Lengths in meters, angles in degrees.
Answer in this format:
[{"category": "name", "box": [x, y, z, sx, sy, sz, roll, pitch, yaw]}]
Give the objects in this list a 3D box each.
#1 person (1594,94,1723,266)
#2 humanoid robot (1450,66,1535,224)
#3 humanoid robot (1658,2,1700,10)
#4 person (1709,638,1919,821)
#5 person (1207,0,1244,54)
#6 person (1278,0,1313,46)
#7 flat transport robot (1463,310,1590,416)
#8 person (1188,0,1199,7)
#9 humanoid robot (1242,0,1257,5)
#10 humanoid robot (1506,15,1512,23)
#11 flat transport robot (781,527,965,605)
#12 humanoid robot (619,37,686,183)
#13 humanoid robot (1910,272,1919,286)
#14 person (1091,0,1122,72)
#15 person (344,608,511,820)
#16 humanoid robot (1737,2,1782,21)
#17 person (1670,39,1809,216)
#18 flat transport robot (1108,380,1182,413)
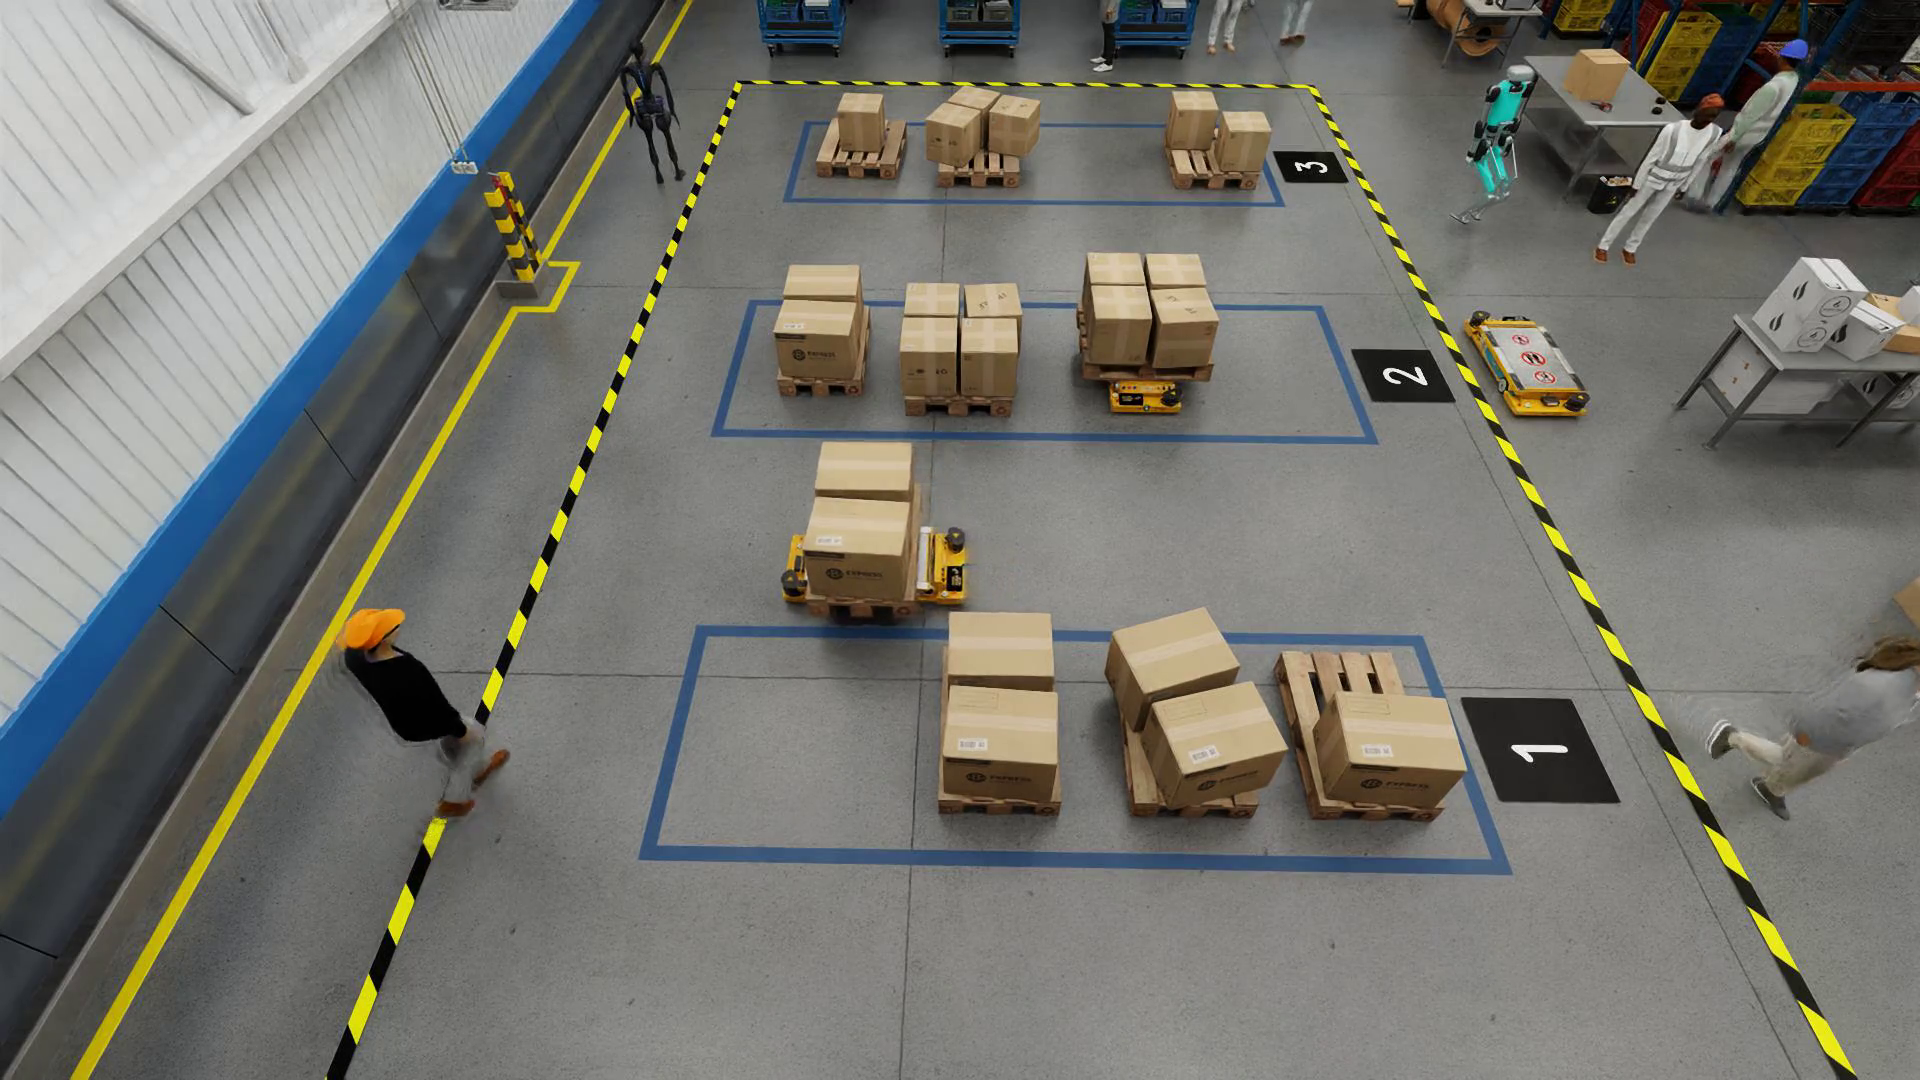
[{"category": "person", "box": [7.464, -3.799, 9.762, 0.578, 1.877, 0.366, 7, 49, 6]}, {"category": "humanoid robot", "box": [6.022, -4.307, 10.204, 0.533, 1.673, 0.735, -11, 50, -10]}, {"category": "humanoid robot", "box": [10.653, -7.926, 13.498, 0.787, 1.624, 0.612, -9, 50, -8]}, {"category": "person", "box": [5.361, 1.094, 5.598, 0.576, 1.752, 0.526, -7, 49, -6]}, {"category": "person", "box": [4.079, -8.247, 13.631, 0.627, 1.842, 0.429, -10, 50, -9]}, {"category": "person", "box": [5.162, -8.546, 13.852, 0.471, 1.896, 0.690, -32, 56, -24]}, {"category": "flat transport robot", "box": [5.573, -1.757, 9.054, 0.659, 0.231, 1.431, 1, 49, 1]}, {"category": "person", "box": [3.816, -9.640, 14.757, 0.605, 1.963, 0.373, -24, 53, -19]}, {"category": "humanoid robot", "box": [4.877, -9.648, 14.859, 0.535, 1.707, 0.743, 5, 49, 4]}, {"category": "humanoid robot", "box": [8.624, -8.691, 14.156, 0.601, 1.636, 0.726, 21, 52, 17]}, {"category": "flat transport robot", "box": [-0.678, 0.190, 7.350, 1.431, 0.197, 0.652, 1, 49, 1]}, {"category": "humanoid robot", "box": [-3.733, -5.174, 11.070, 0.599, 1.657, 0.315, -7, 49, -6]}, {"category": "humanoid robot", "box": [10.571, -3.350, 9.396, 0.532, 1.691, 0.743, 5, 49, 4]}, {"category": "person", "box": [2.129, -7.760, 13.203, 0.400, 1.851, 0.590, 2, 49, 2]}, {"category": "person", "box": [-3.247, 1.082, 5.546, 0.578, 1.868, 0.545, 19, 52, 16]}, {"category": "humanoid robot", "box": [11.497, -7.597, 13.211, 0.679, 1.635, 0.585, -12, 50, -10]}, {"category": "person", "box": [8.947, -4.704, 10.513, 0.612, 1.920, 0.589, -25, 54, -20]}, {"category": "flat transport robot", "box": [1.773, -1.807, 9.079, 0.652, 0.197, 1.431, 1, 49, 1]}]
